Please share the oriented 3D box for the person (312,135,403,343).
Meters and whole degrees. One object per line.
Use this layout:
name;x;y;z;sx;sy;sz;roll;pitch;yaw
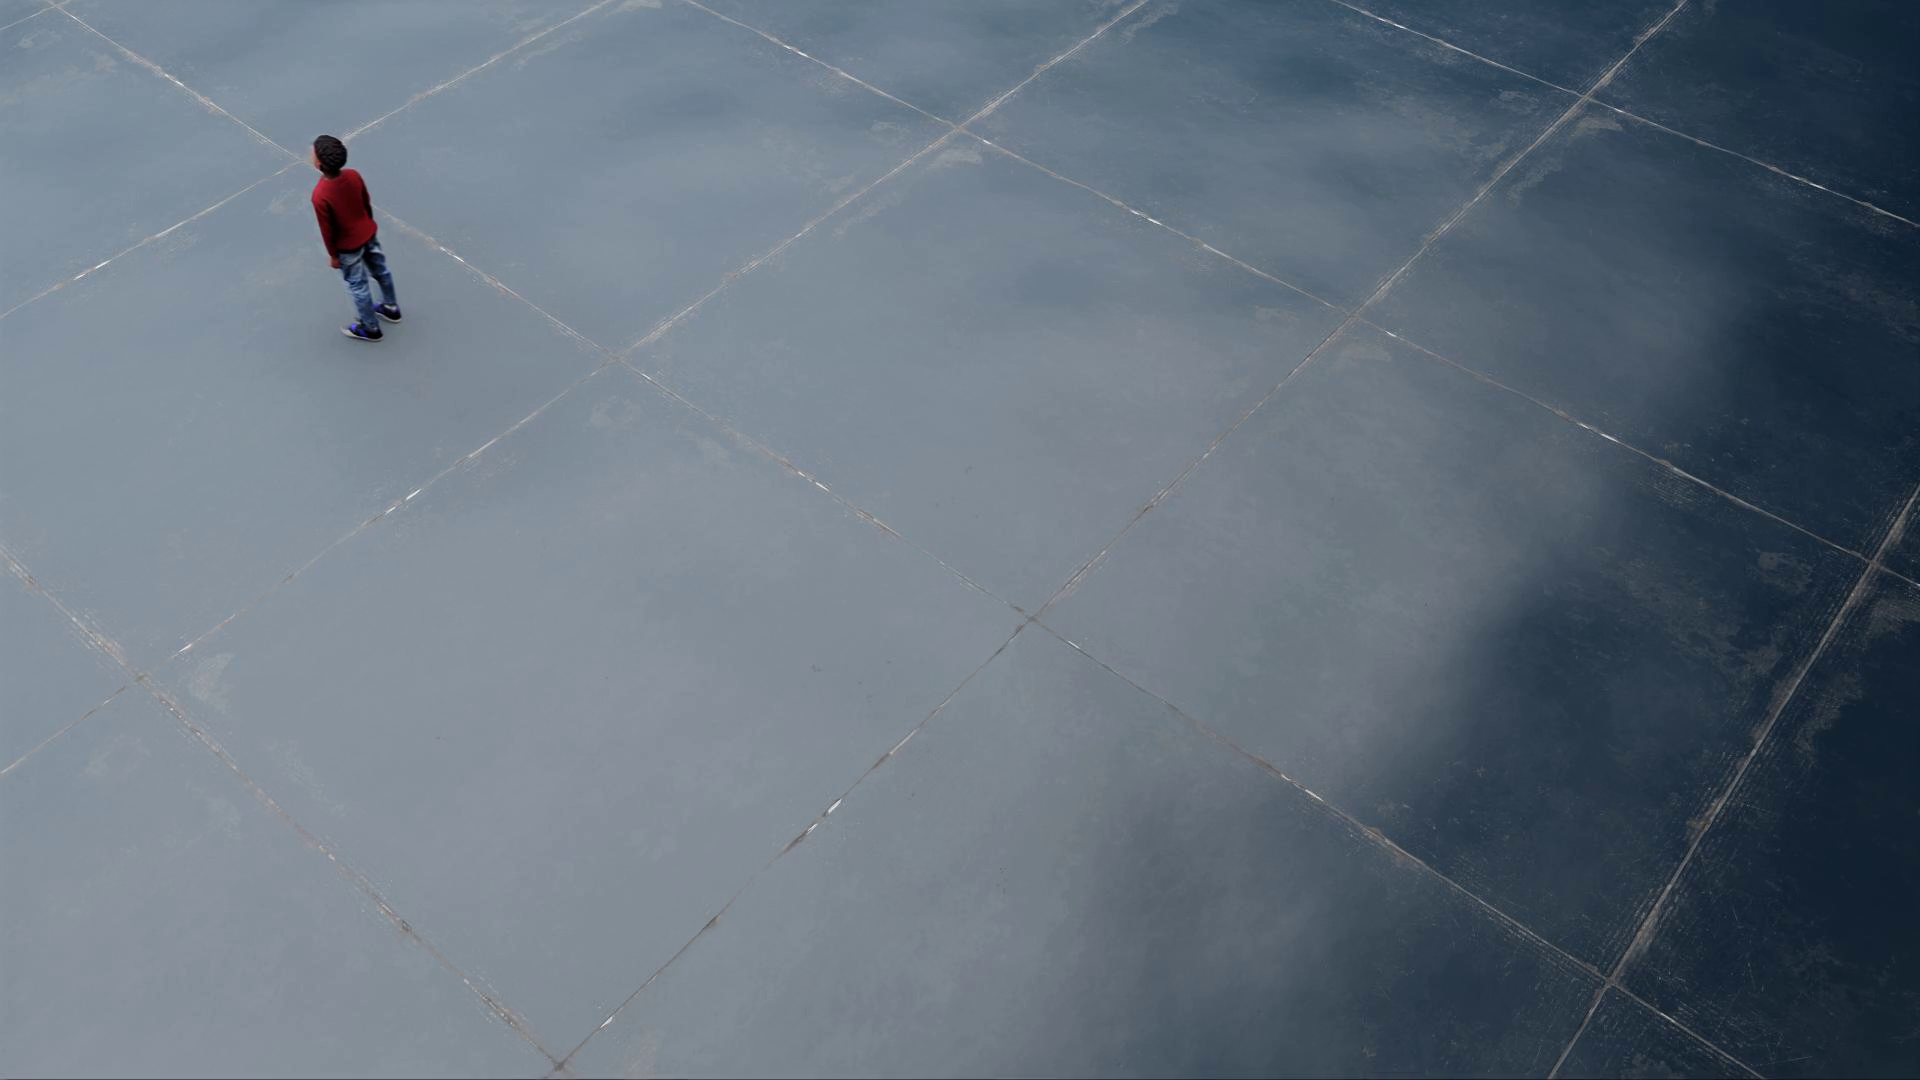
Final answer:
person;-3.324;-1.662;9.128;0.596;1.255;0.474;22;51;19
